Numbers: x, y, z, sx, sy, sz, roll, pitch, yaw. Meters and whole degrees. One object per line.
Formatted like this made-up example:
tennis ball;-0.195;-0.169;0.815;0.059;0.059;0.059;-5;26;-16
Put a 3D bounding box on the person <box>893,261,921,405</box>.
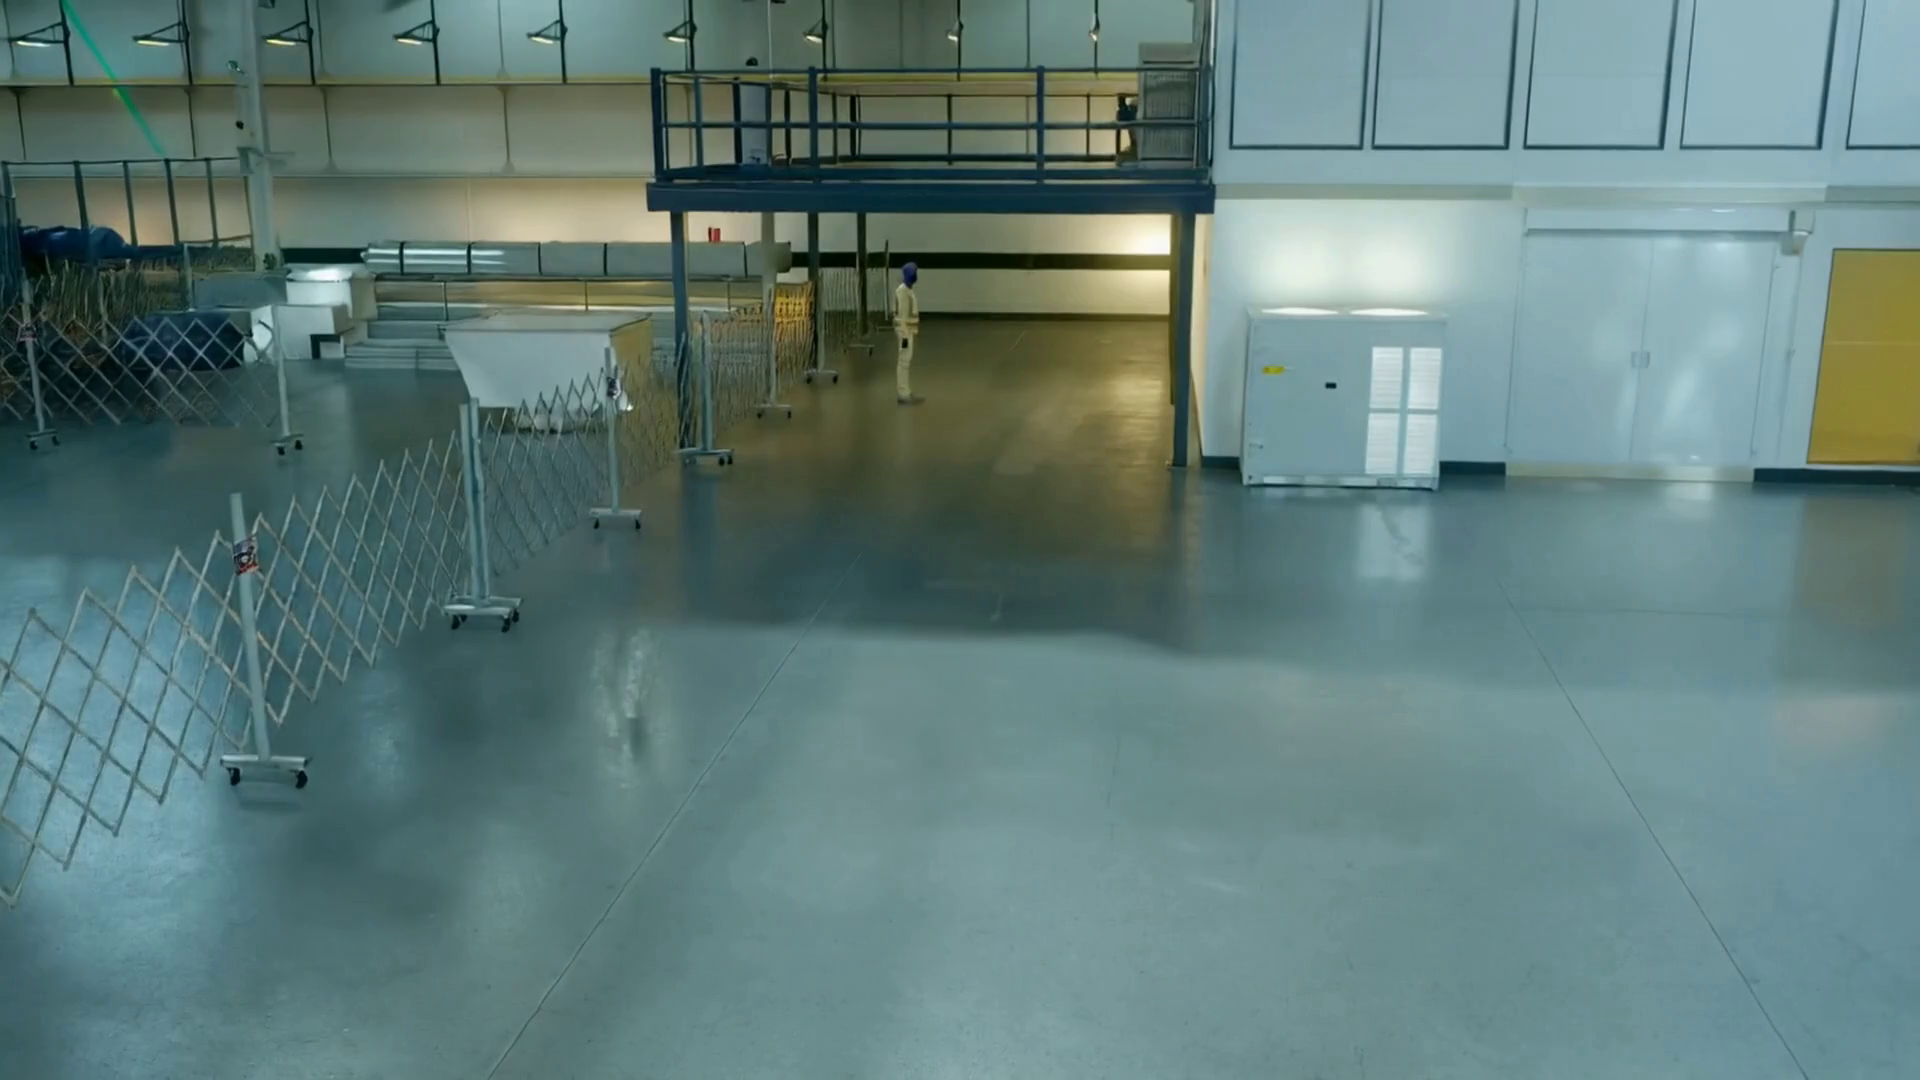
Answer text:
person;-0.700;-2.744;22.078;0.355;1.887;0.574;2;14;7
